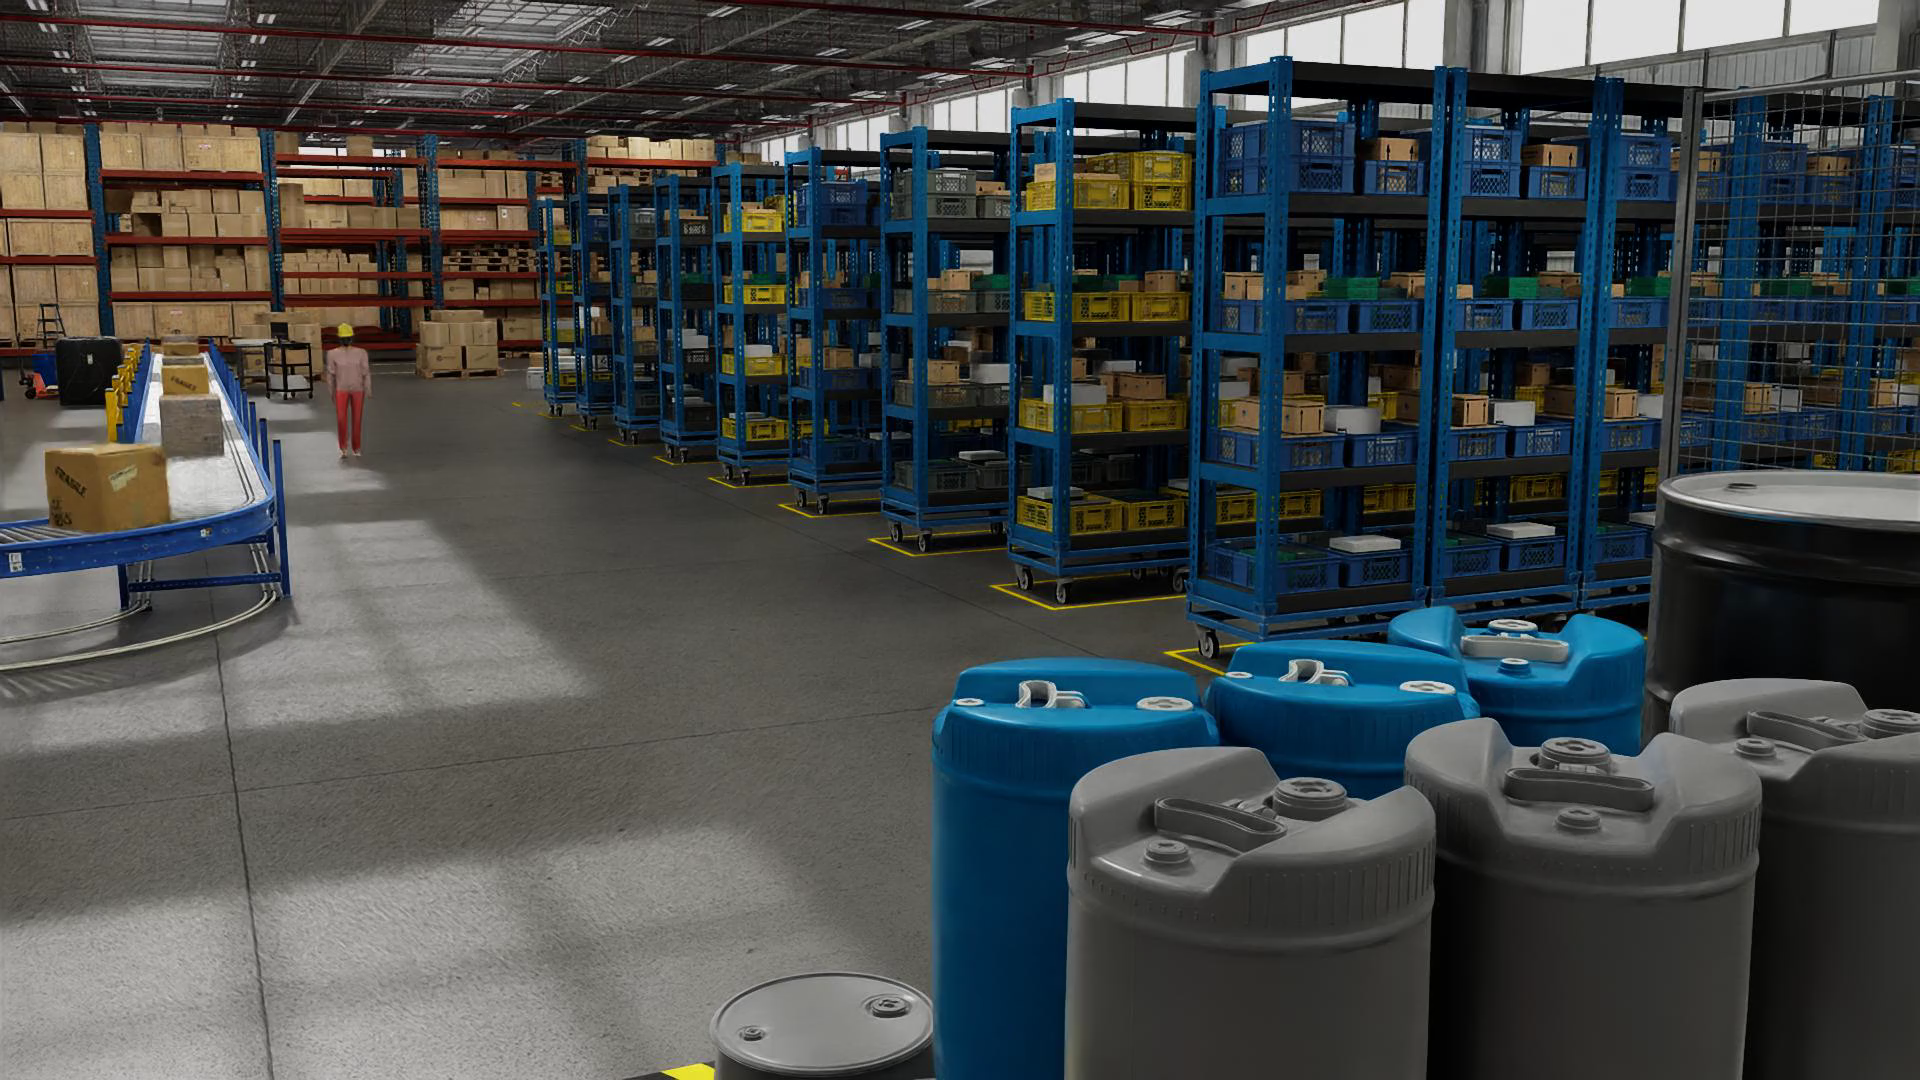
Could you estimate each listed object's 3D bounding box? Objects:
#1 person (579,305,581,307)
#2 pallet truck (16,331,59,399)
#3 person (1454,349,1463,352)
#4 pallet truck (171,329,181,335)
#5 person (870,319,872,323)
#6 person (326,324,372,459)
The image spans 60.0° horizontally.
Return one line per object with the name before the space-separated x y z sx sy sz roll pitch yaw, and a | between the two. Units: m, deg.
person | -11.617 -6.891 51.620 0.562 1.981 0.635 -5 11 -30
pallet truck | -17.082 -3.353 31.781 1.630 1.274 0.653 -4 10 -25
person | 5.762 -1.650 19.598 0.593 1.817 0.780 -3 10 -18
pallet truck | -17.275 -3.851 35.096 1.601 1.201 0.680 0 9 1
person | -2.814 -6.868 52.188 0.337 1.747 0.573 2 9 14
person | -7.860 -1.905 21.461 0.531 1.733 0.838 -4 10 -25
